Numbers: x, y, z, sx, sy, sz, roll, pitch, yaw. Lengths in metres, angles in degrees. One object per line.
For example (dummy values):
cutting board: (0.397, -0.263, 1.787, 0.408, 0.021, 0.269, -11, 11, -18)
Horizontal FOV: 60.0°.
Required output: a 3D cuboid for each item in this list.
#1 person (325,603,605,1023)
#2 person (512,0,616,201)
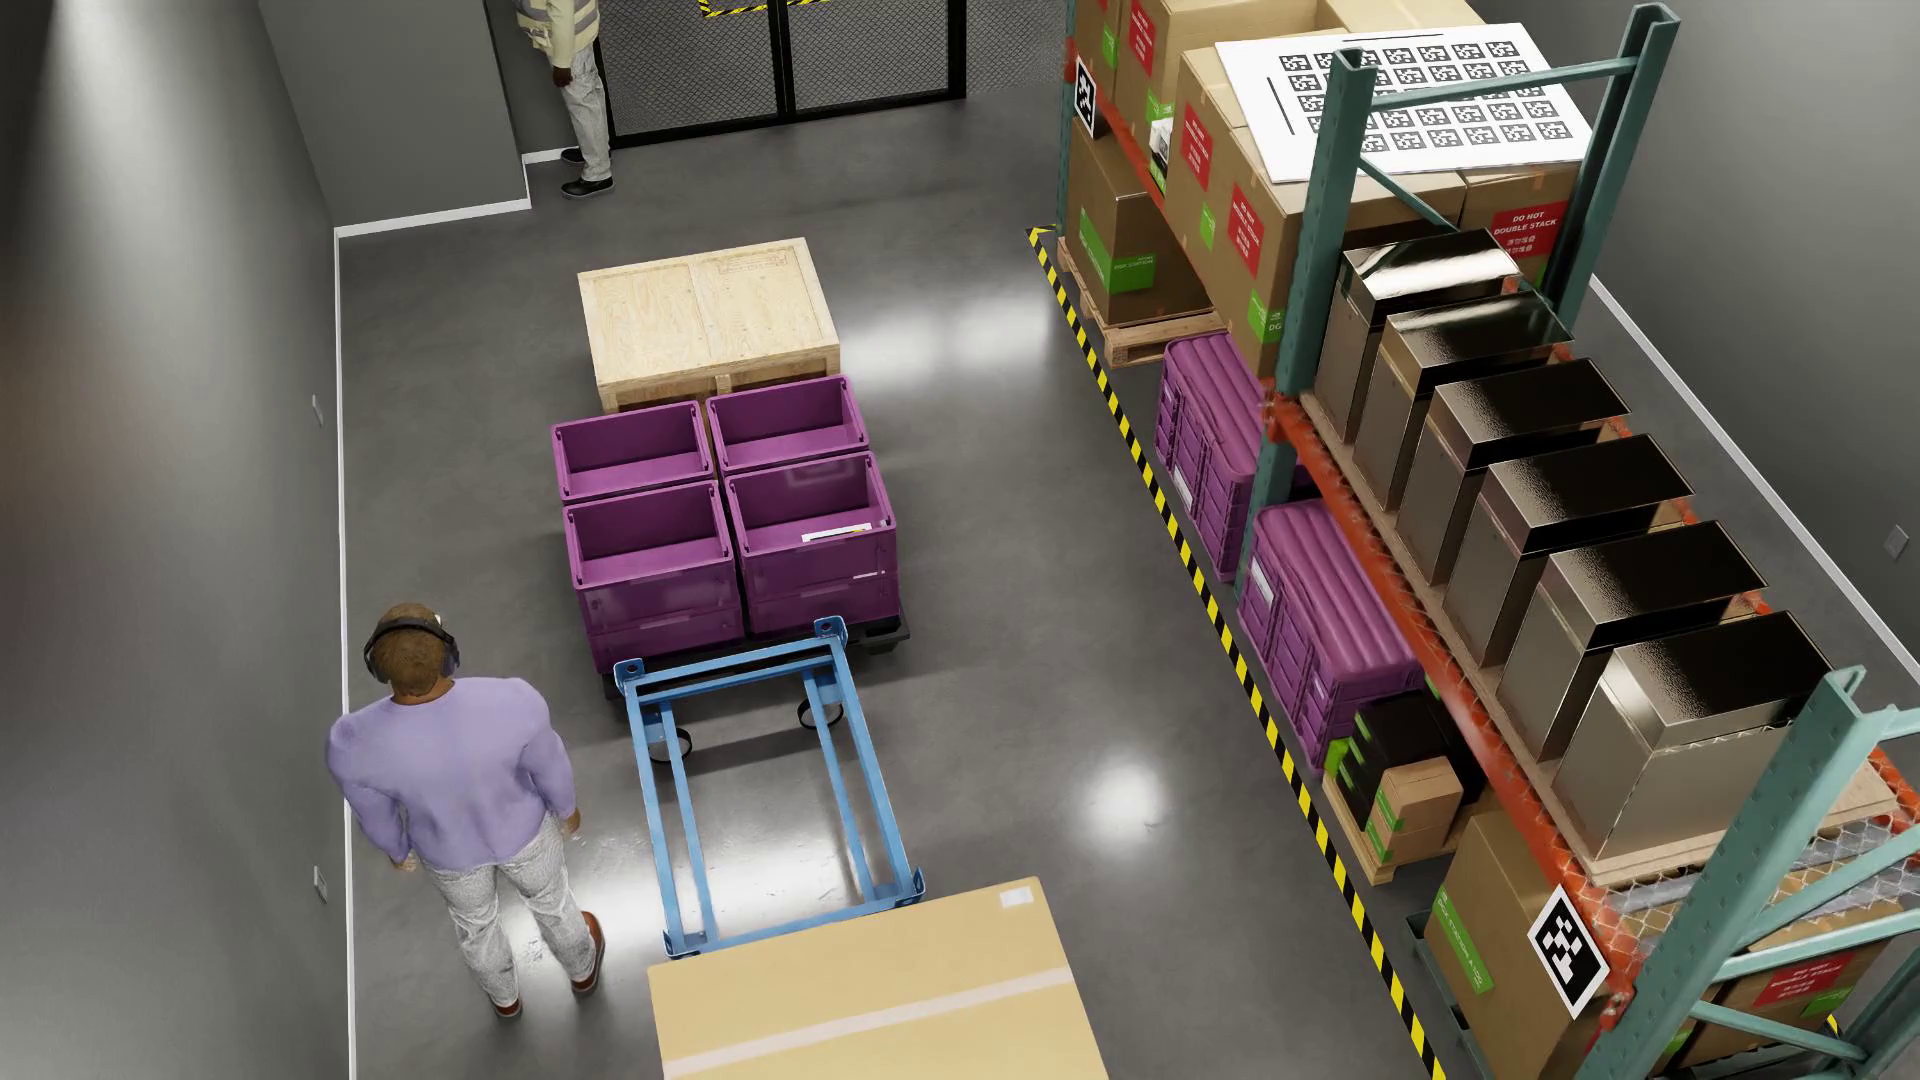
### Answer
person: (-1.469, 0.873, 5.084, 0.627, 1.940, 0.369, -12, 49, -11)
person: (-1.995, -2.555, 8.303, 0.404, 1.834, 0.591, -4, 48, -3)
